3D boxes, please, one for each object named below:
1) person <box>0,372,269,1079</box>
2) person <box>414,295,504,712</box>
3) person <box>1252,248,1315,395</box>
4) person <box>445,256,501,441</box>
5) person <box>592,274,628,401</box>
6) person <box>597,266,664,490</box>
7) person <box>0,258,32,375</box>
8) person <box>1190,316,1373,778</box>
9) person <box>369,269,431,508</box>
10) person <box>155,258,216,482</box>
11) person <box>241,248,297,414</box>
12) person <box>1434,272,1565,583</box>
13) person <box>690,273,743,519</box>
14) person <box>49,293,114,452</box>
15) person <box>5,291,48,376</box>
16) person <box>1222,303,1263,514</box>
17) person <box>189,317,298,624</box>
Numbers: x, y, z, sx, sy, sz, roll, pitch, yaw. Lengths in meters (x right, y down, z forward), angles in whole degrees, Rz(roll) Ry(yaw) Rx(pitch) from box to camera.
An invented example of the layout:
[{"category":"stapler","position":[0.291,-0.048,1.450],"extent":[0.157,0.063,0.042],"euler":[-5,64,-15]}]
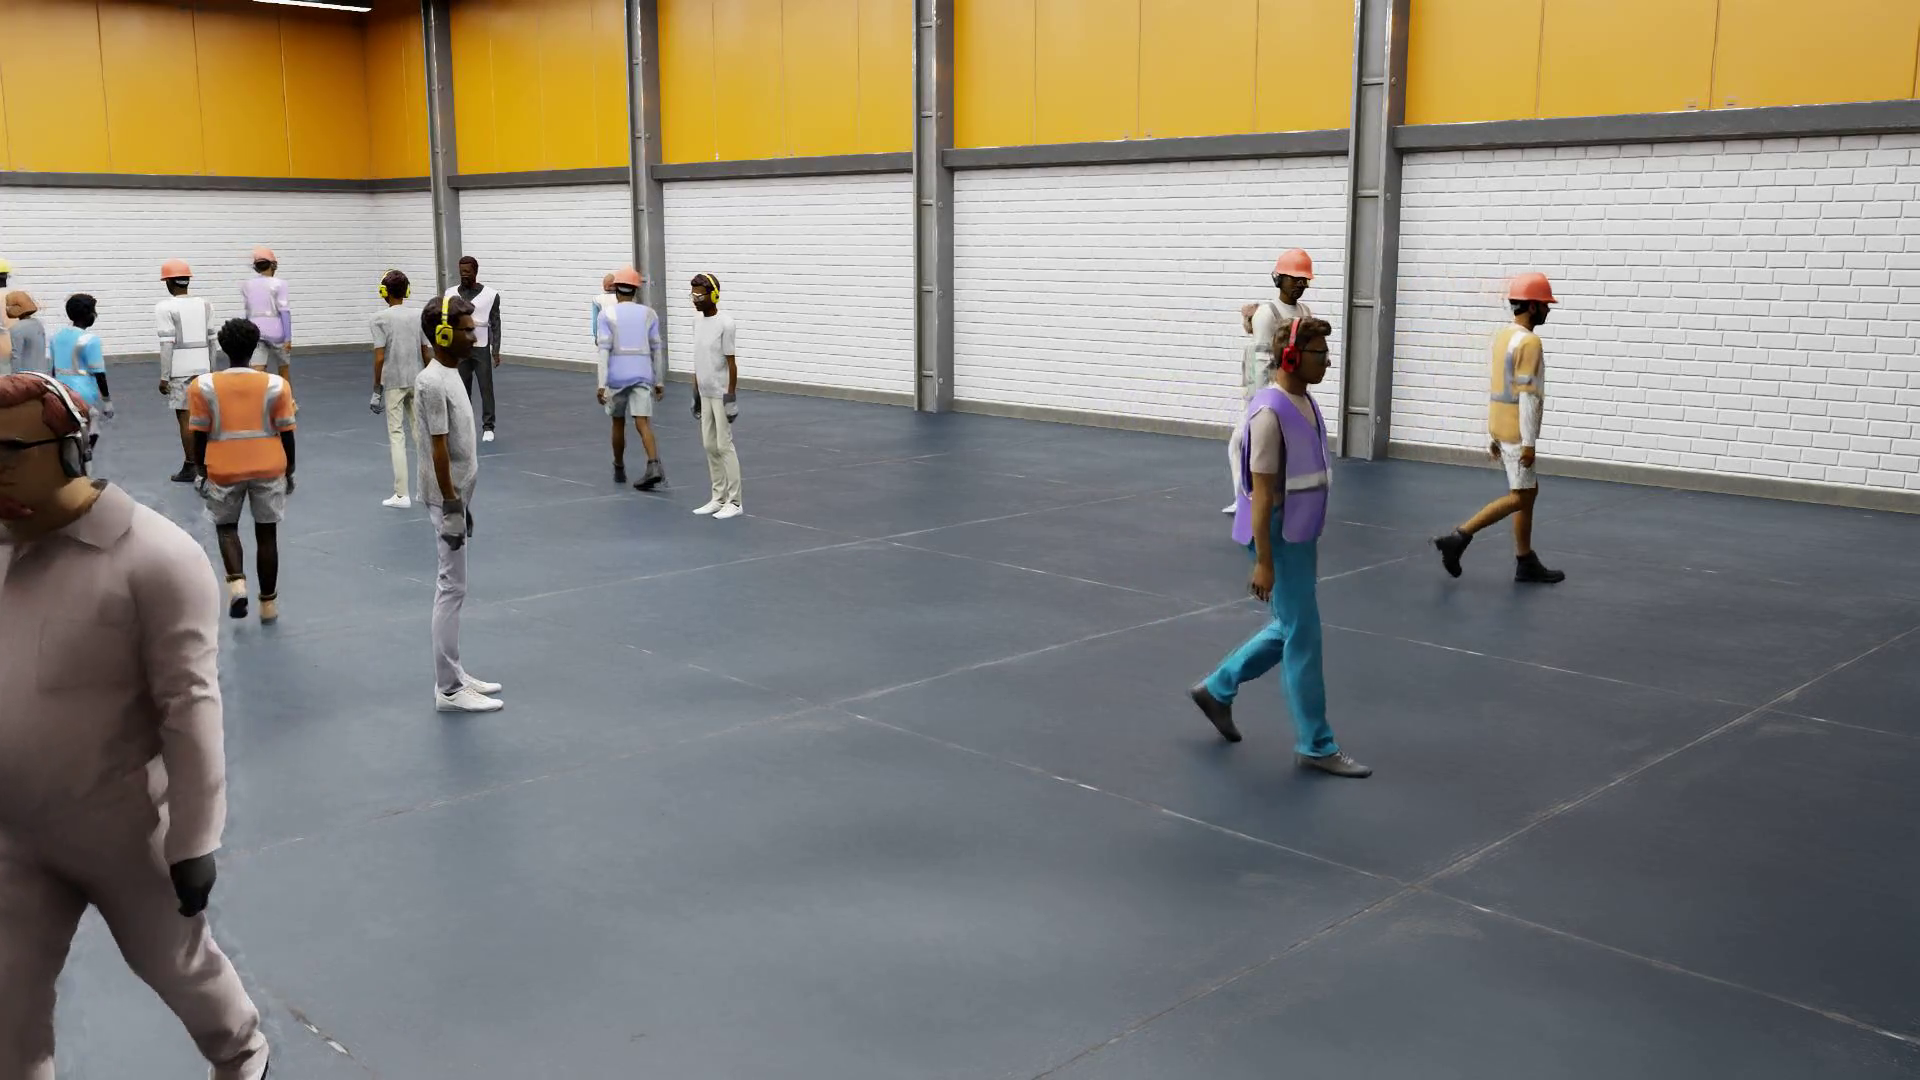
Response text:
[{"category":"person","position":[-1.854,0.563,3.565],"extent":[0.656,1.867,0.968],"euler":[1,10,5]},{"category":"person","position":[-2.272,-0.162,7.502],"extent":[0.329,1.869,0.511],"euler":[-3,11,-15]},{"category":"person","position":[2.249,-0.976,11.470],"extent":[0.395,2.040,0.609],"euler":[9,14,41]},{"category":"person","position":[-5.055,-1.981,17.279],"extent":[0.587,1.920,0.391],"euler":[1,10,3]},{"category":"person","position":[-4.473,-2.607,21.462],"extent":[0.522,1.636,0.310],"euler":[0,10,1]},{"category":"person","position":[-2.778,-1.369,14.078],"extent":[0.599,1.887,0.953],"euler":[-5,12,-26]},{"category":"person","position":[-9.883,-1.980,17.314],"extent":[0.573,1.910,0.587],"euler":[4,11,19]},{"category":"person","position":[1.297,0.011,6.677],"extent":[0.723,1.831,0.585],"euler":[5,12,27]},{"category":"person","position":[-4.395,-1.187,13.090],"extent":[0.309,1.868,0.535],"euler":[9,14,40]},{"category":"person","position":[-6.728,-1.470,14.451],"extent":[0.377,1.932,0.552],"euler":[5,12,28]},{"category":"person","position":[-7.931,-2.339,19.076],"extent":[0.618,1.990,0.988],"euler":[1,10,6]},{"category":"person","position":[3.326,-0.670,10.128],"extent":[0.749,1.915,0.551],"euler":[0,10,2]},{"category":"person","position":[-1.857,-1.077,12.560],"extent":[0.370,1.849,0.490],"euler":[-9,14,-41]},{"category":"person","position":[-6.943,-1.108,13.174],"extent":[0.560,1.672,0.441],"euler":[6,12,30]},{"category":"person","position":[-8.658,-1.514,15.537],"extent":[0.405,1.616,0.520],"euler":[0,10,-2]},{"category":"person","position":[2.256,-0.981,12.650],"extent":[0.590,1.620,0.529],"euler":[7,13,34]},{"category":"person","position":[-3.900,-0.369,9.105],"extent":[0.550,1.683,0.366],"euler":[-4,11,-23]}]
